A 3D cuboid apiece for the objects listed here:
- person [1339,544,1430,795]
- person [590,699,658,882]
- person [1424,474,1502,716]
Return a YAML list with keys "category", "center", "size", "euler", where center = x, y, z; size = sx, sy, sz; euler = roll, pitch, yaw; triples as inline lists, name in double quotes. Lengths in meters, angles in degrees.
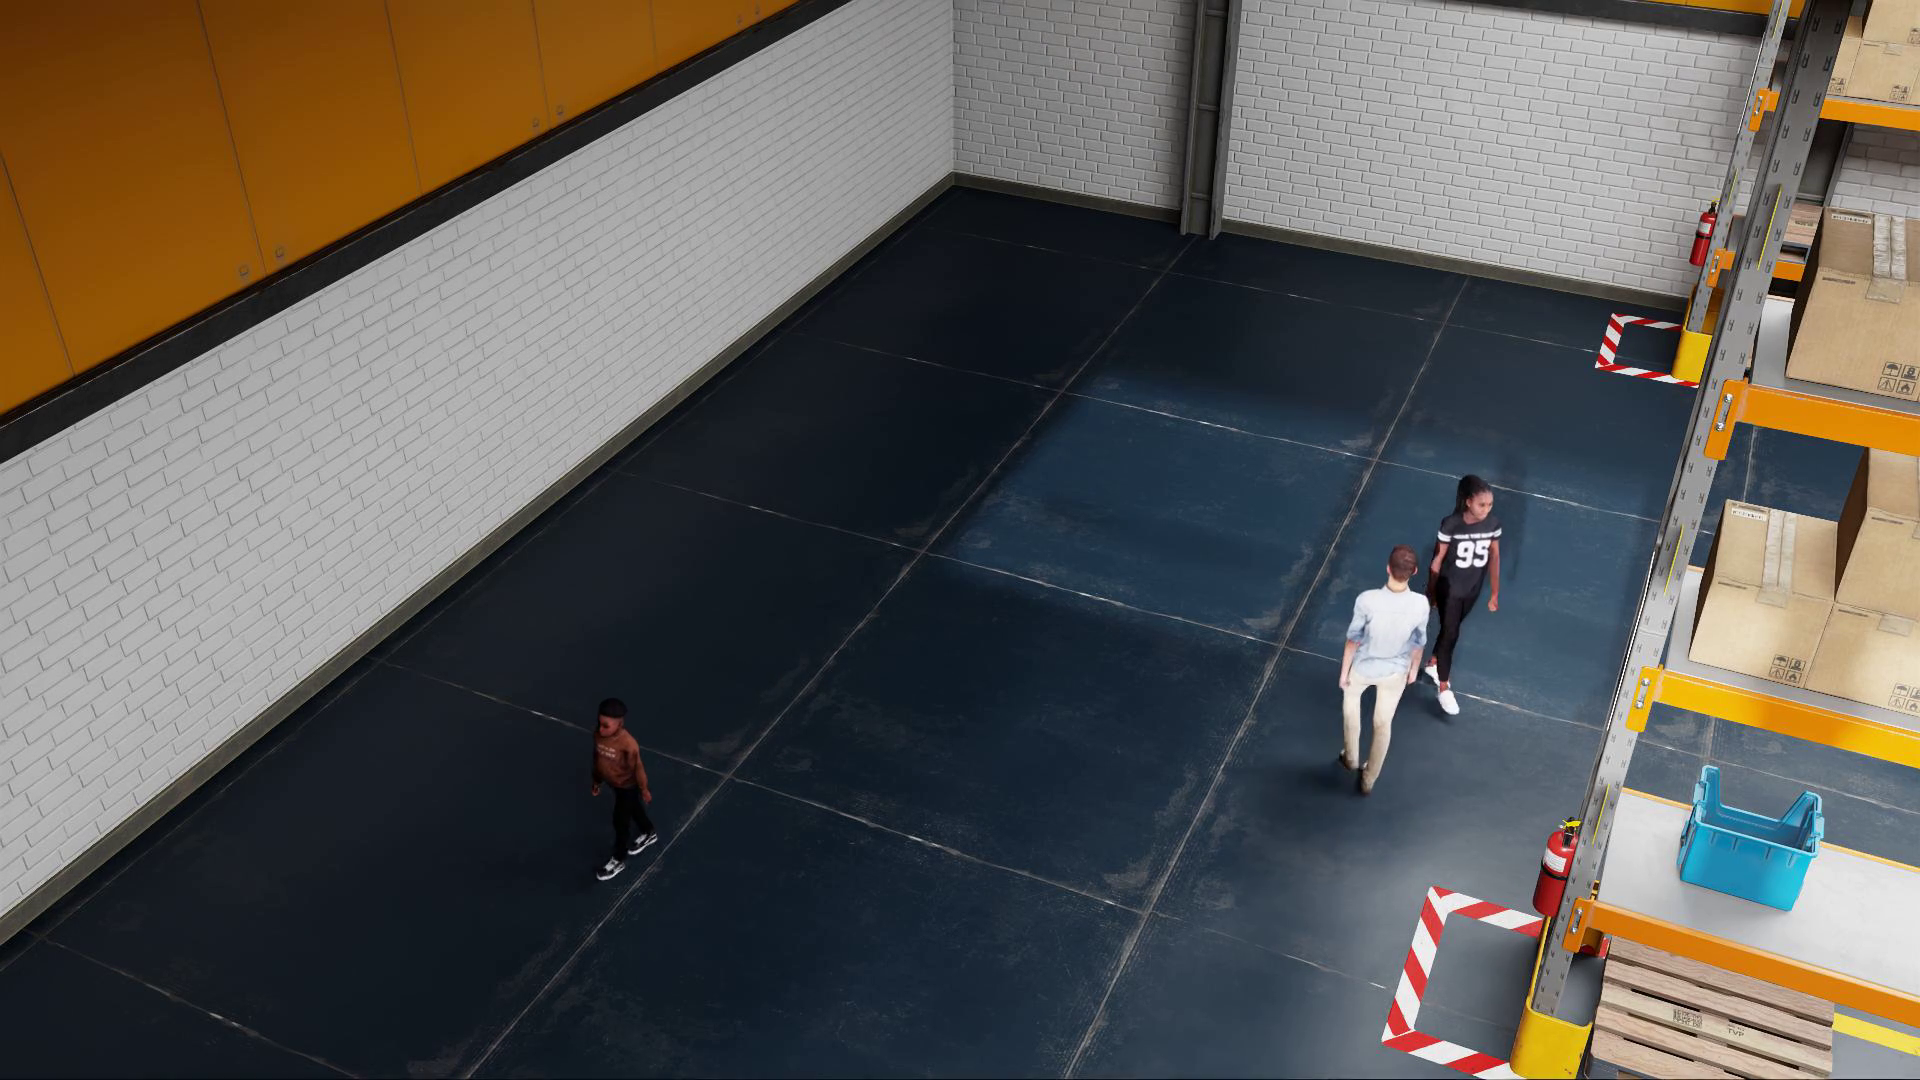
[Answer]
- category: "person"
  center: [2.694, 0.890, 10.666]
  size: [0.693, 1.834, 0.814]
  euler: [5, 34, 7]
- category: "person"
  center: [-2.045, 1.466, 10.340]
  size: [0.749, 1.236, 0.714]
  euler: [26, 41, 33]
- category: "person"
  center: [3.455, 0.295, 11.666]
  size: [0.901, 1.718, 0.949]
  euler: [-9, 35, -14]
